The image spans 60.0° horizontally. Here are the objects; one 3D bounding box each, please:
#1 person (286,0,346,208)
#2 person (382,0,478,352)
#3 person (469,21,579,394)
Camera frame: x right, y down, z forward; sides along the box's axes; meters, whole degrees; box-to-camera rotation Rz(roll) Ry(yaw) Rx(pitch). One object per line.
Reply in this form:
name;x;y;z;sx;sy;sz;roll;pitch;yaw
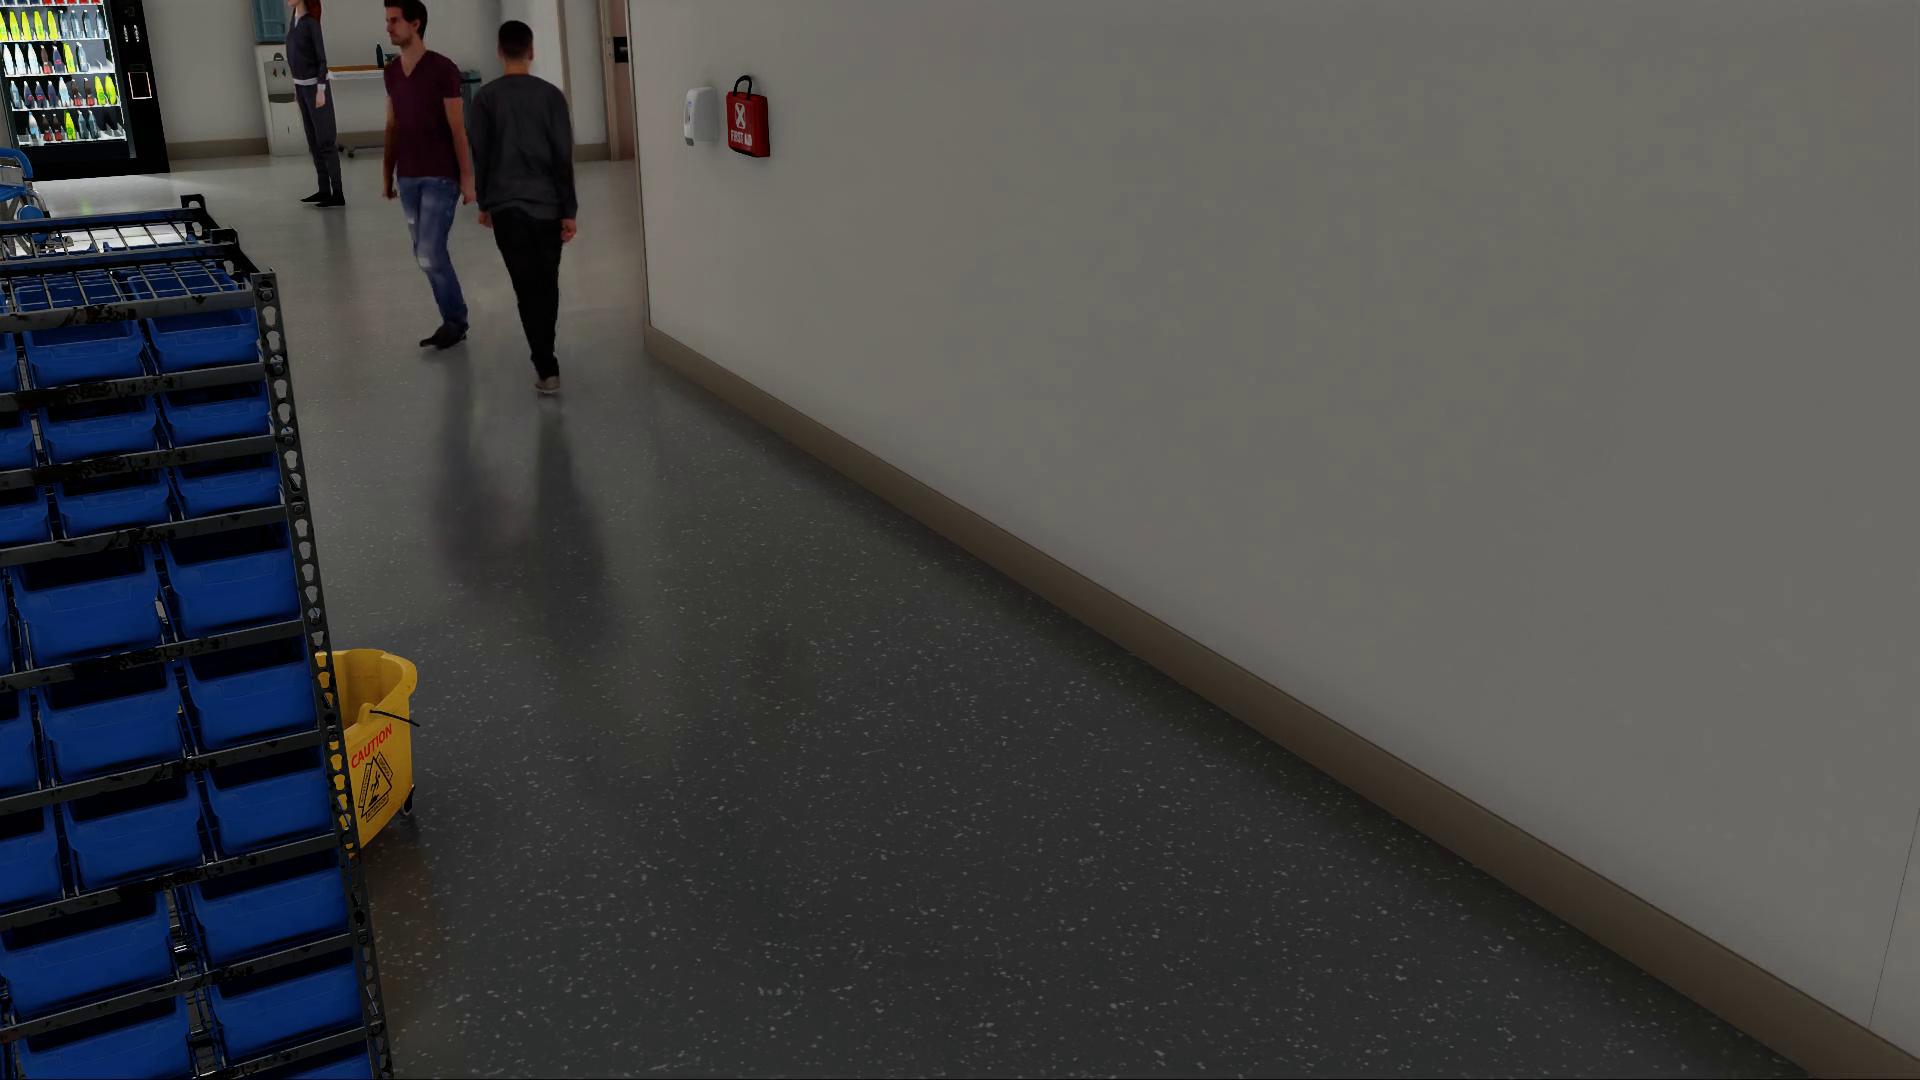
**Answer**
person;-5.142;-3.558;13.209;0.577;1.780;0.633;-19;28;-40
person;-2.752;-1.932;8.835;0.803;1.838;0.825;12;24;29
person;-2.065;-1.550;7.986;1.066;1.724;0.807;-8;22;-19
